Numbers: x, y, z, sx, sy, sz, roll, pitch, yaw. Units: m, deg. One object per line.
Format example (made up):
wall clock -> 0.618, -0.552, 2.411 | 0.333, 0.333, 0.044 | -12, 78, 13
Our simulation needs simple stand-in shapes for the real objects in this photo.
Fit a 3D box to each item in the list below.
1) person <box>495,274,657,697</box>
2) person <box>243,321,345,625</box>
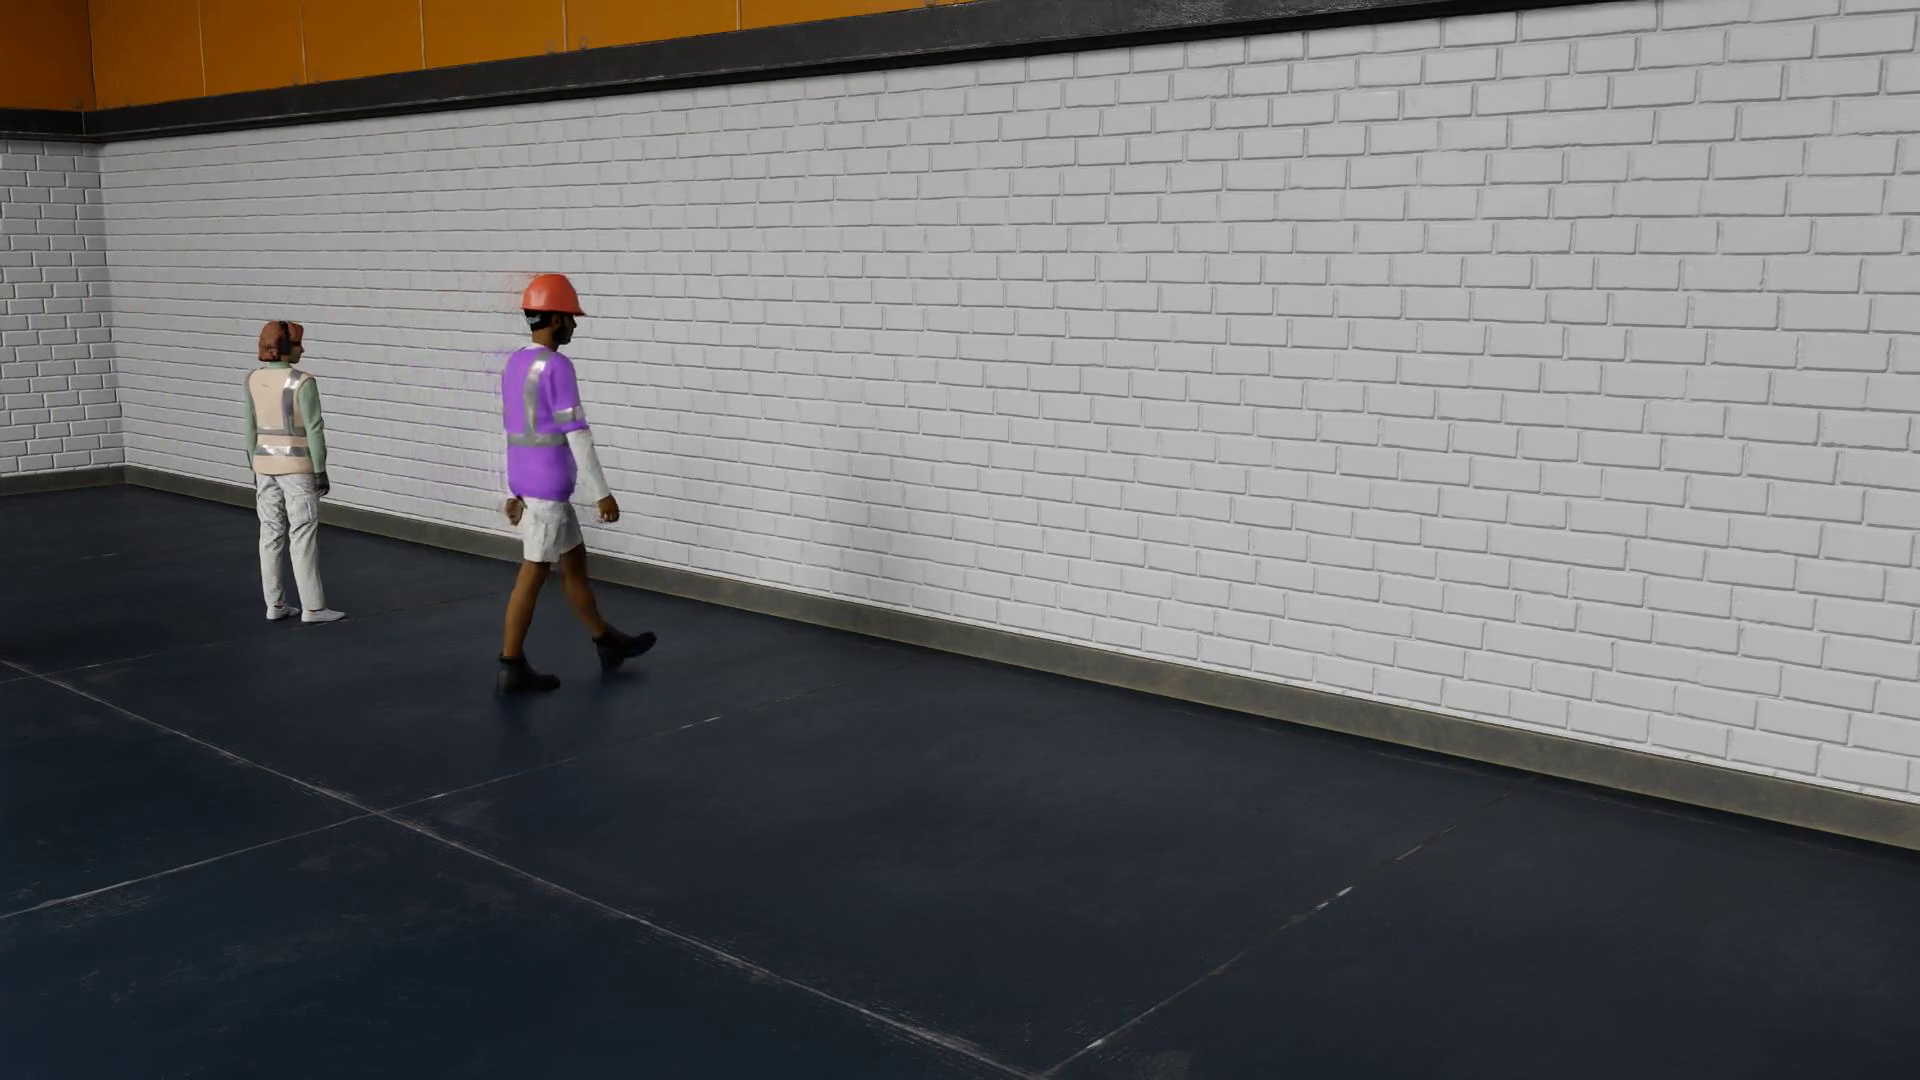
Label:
person -> -1.776, -0.257, 7.645 | 0.907, 1.899, 0.562 | -6, 12, -31
person -> -3.620, -0.356, 8.960 | 0.514, 1.636, 0.314 | 4, 11, 24
